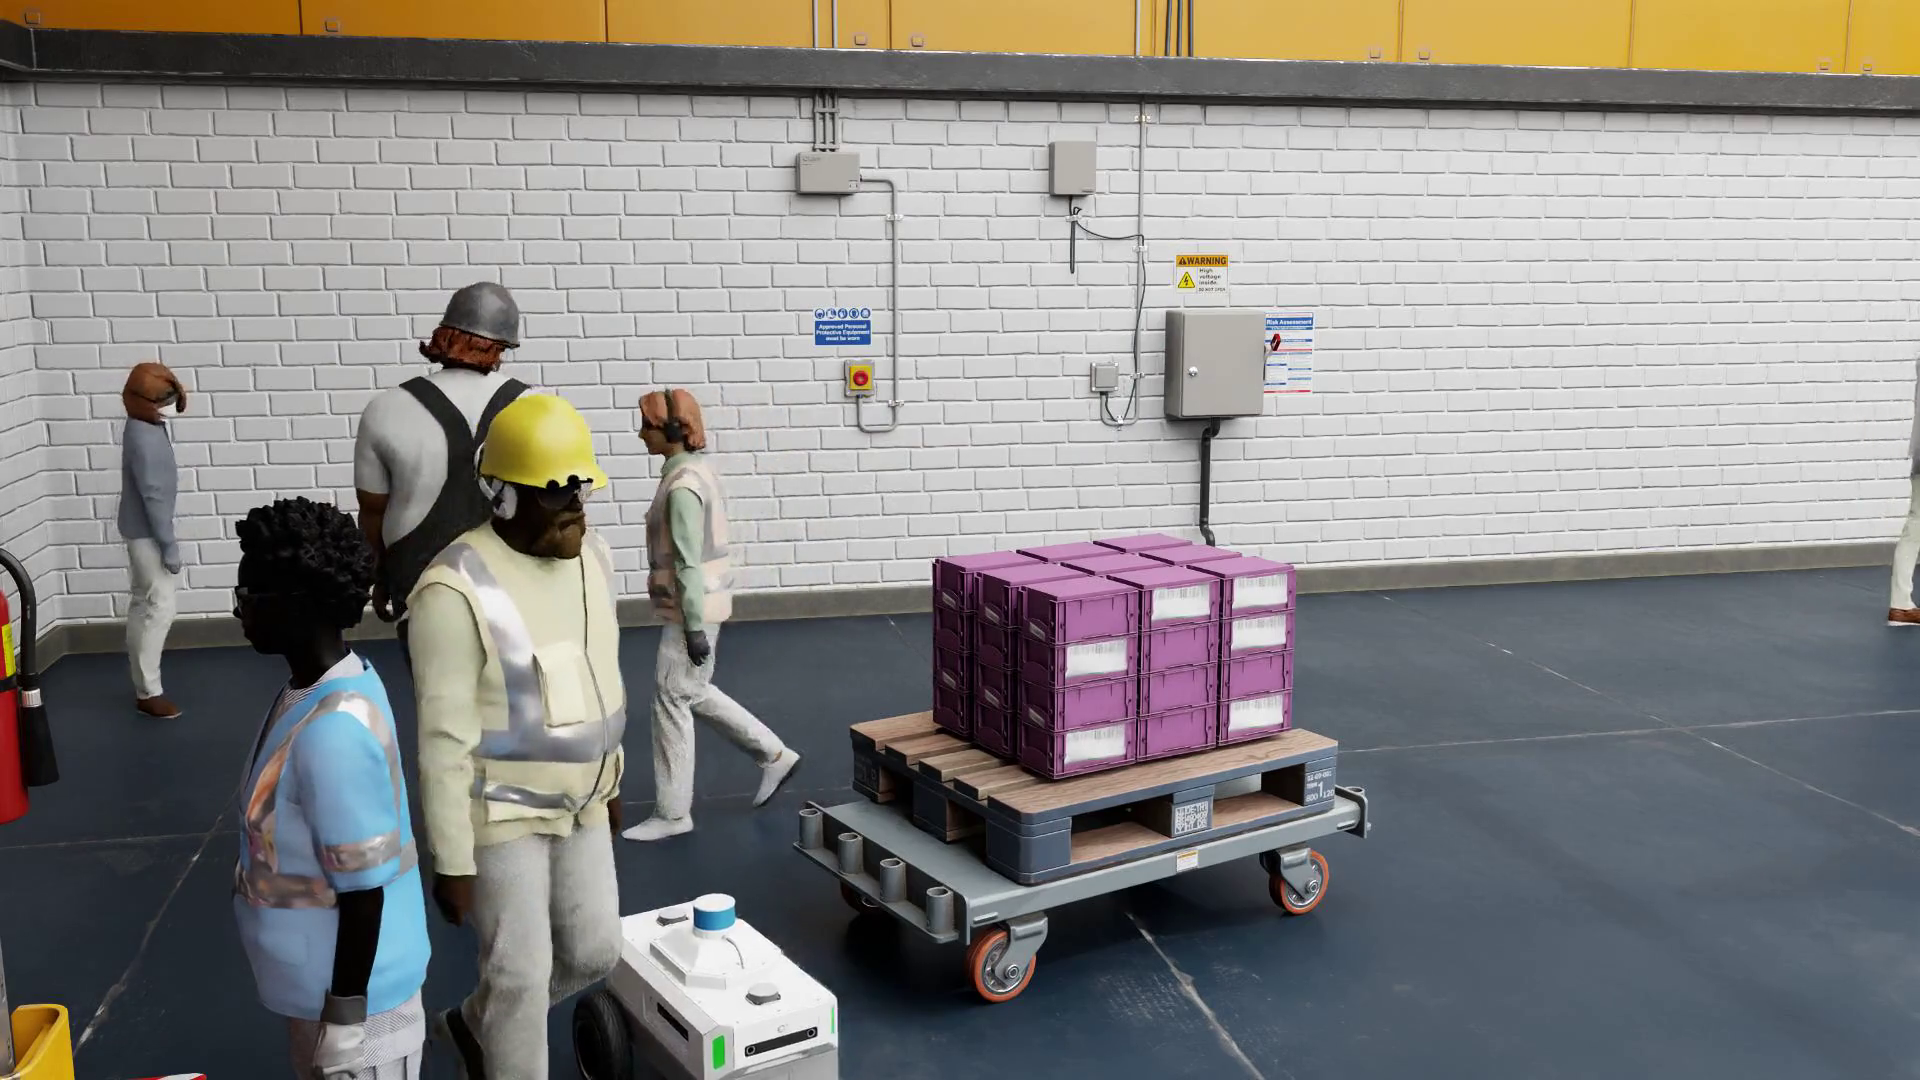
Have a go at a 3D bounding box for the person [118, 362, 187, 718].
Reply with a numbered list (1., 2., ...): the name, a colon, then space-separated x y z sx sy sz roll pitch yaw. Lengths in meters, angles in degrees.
1. person: -3.649 -0.016 7.553 0.335 1.598 0.643 -6 12 -28

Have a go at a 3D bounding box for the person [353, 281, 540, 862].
1. person: -1.697 0.097 5.691 0.678 2.000 0.827 -4 11 -23

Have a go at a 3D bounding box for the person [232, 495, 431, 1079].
1. person: -1.105 0.765 2.944 0.315 1.696 0.540 -5 11 -24

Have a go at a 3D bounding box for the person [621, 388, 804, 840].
1. person: -0.900 0.261 5.948 0.553 1.619 0.537 -1 10 -5

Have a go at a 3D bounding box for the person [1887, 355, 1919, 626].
1. person: 5.484 -0.424 9.112 0.715 1.843 0.561 -1 10 -5

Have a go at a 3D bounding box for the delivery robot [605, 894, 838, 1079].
1. delivery robot: -0.585 1.098 4.006 0.477 0.478 0.707 -6 12 -32

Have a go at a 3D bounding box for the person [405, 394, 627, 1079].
1. person: -0.999 0.574 3.694 0.606 1.809 0.610 5 11 25
